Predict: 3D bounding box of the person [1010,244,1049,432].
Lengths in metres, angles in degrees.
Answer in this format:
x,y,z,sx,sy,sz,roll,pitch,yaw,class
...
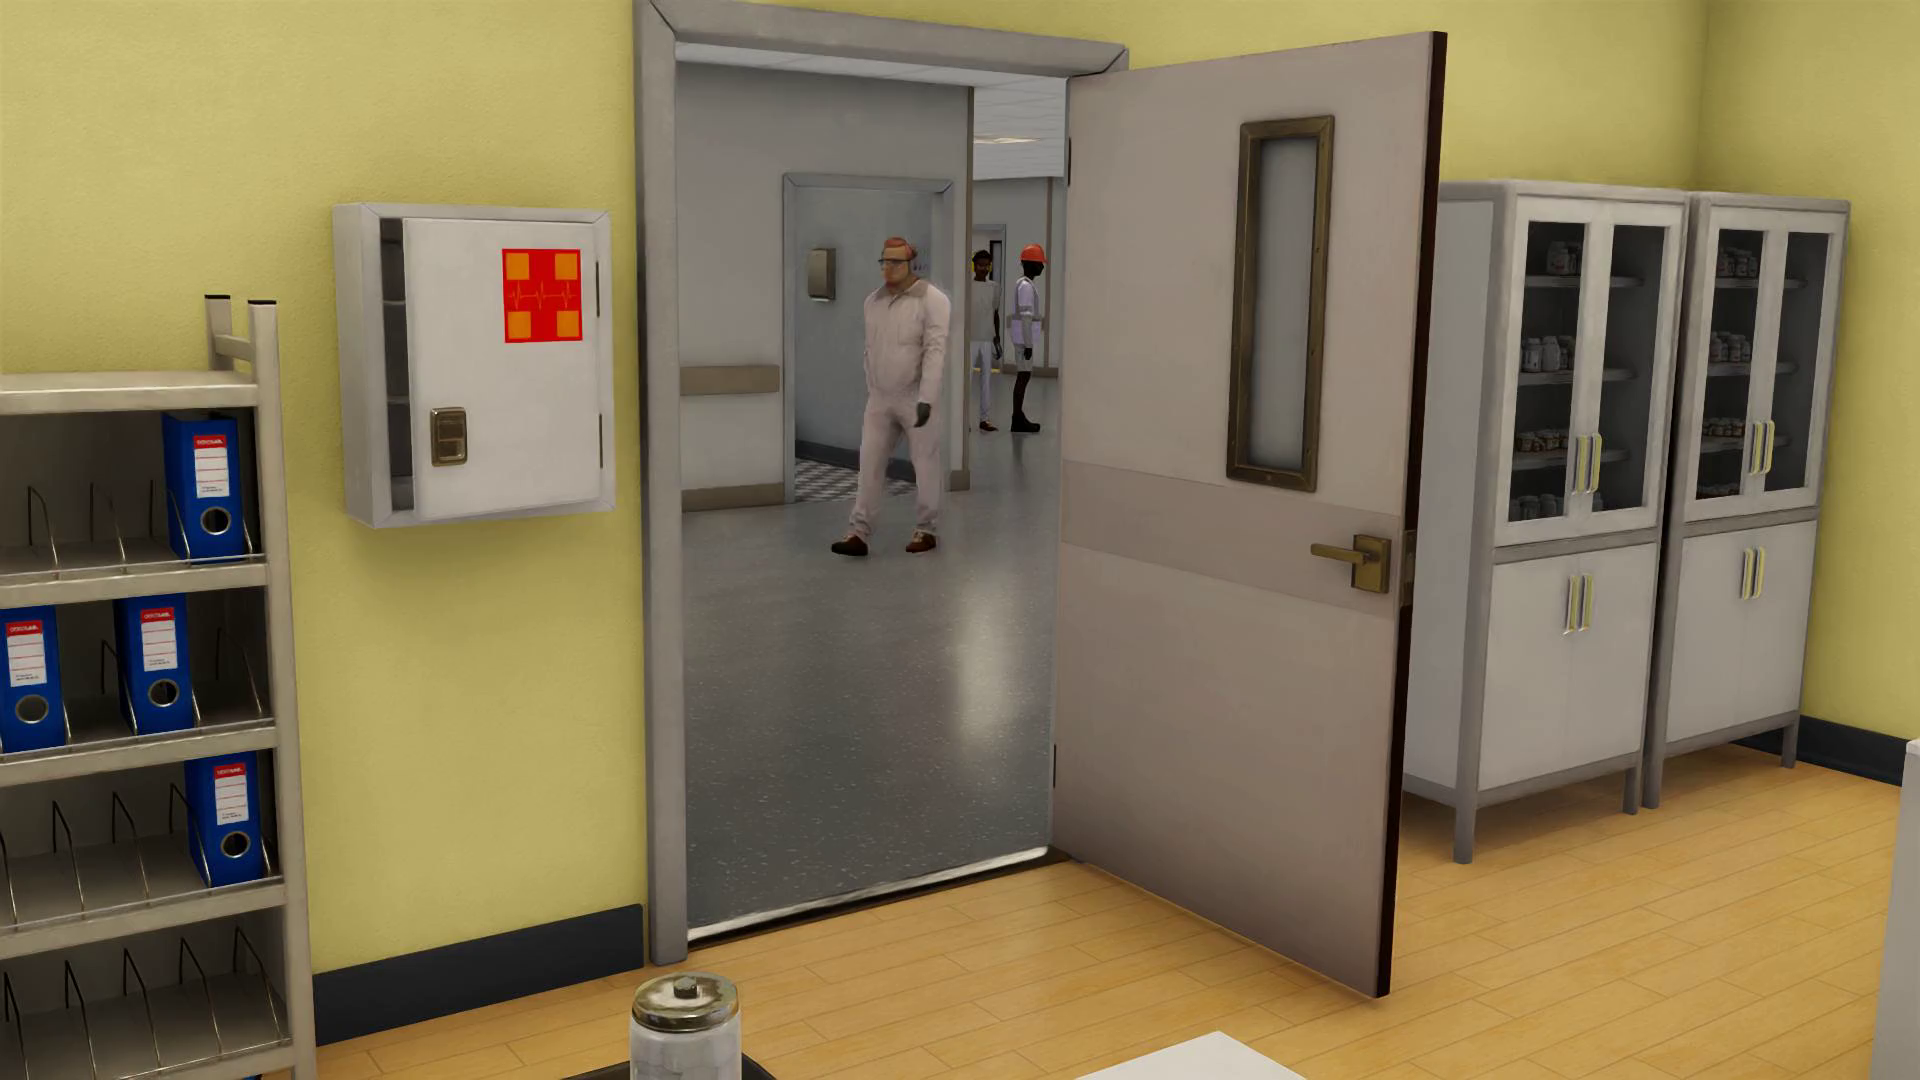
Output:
x,y,z,sx,sy,sz,roll,pitch,yaw,class
0.709,-2.069,17.142,0.384,1.929,0.539,1,10,-1,person

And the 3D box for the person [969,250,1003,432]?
x,y,z,sx,sy,sz,roll,pitch,yaw,class
0.196,-2.036,17.064,0.509,1.868,0.328,-3,10,-22,person

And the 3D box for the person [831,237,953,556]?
x,y,z,sx,sy,sz,roll,pitch,yaw,class
-0.396,-0.815,9.710,0.646,1.866,0.930,6,11,29,person
